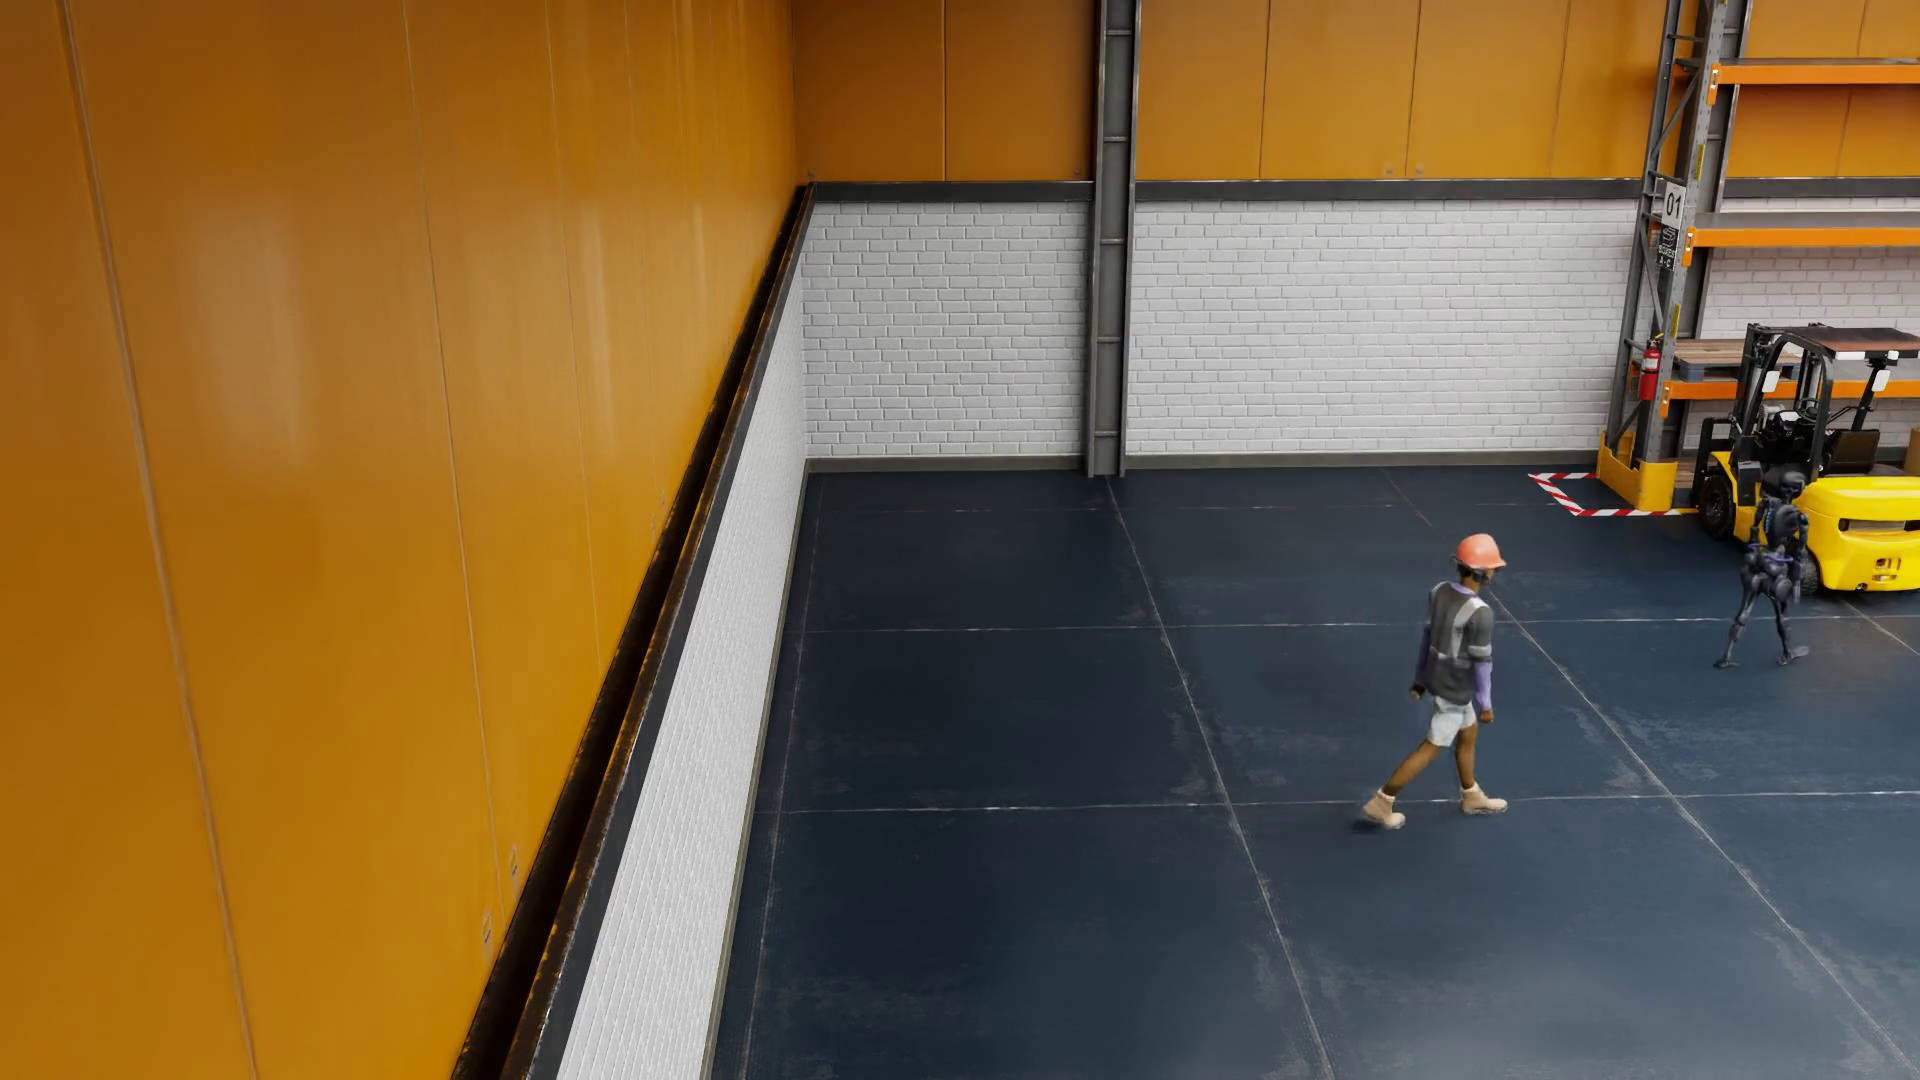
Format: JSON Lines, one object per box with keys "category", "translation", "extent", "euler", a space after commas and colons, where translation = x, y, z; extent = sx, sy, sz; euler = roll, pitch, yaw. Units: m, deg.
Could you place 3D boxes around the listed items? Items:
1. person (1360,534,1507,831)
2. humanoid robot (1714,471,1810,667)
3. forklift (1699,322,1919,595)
{"category": "person", "translation": [3.077, 0.912, 10.596], "extent": [1.036, 1.996, 0.596], "euler": [-3, 20, -7]}
{"category": "humanoid robot", "translation": [6.344, 0.224, 12.970], "extent": [0.768, 1.629, 0.593], "euler": [-7, 21, -18]}
{"category": "forklift", "translation": [7.809, -0.792, 14.926], "extent": [1.214, 2.155, 2.313], "euler": [-1, 20, -2]}
